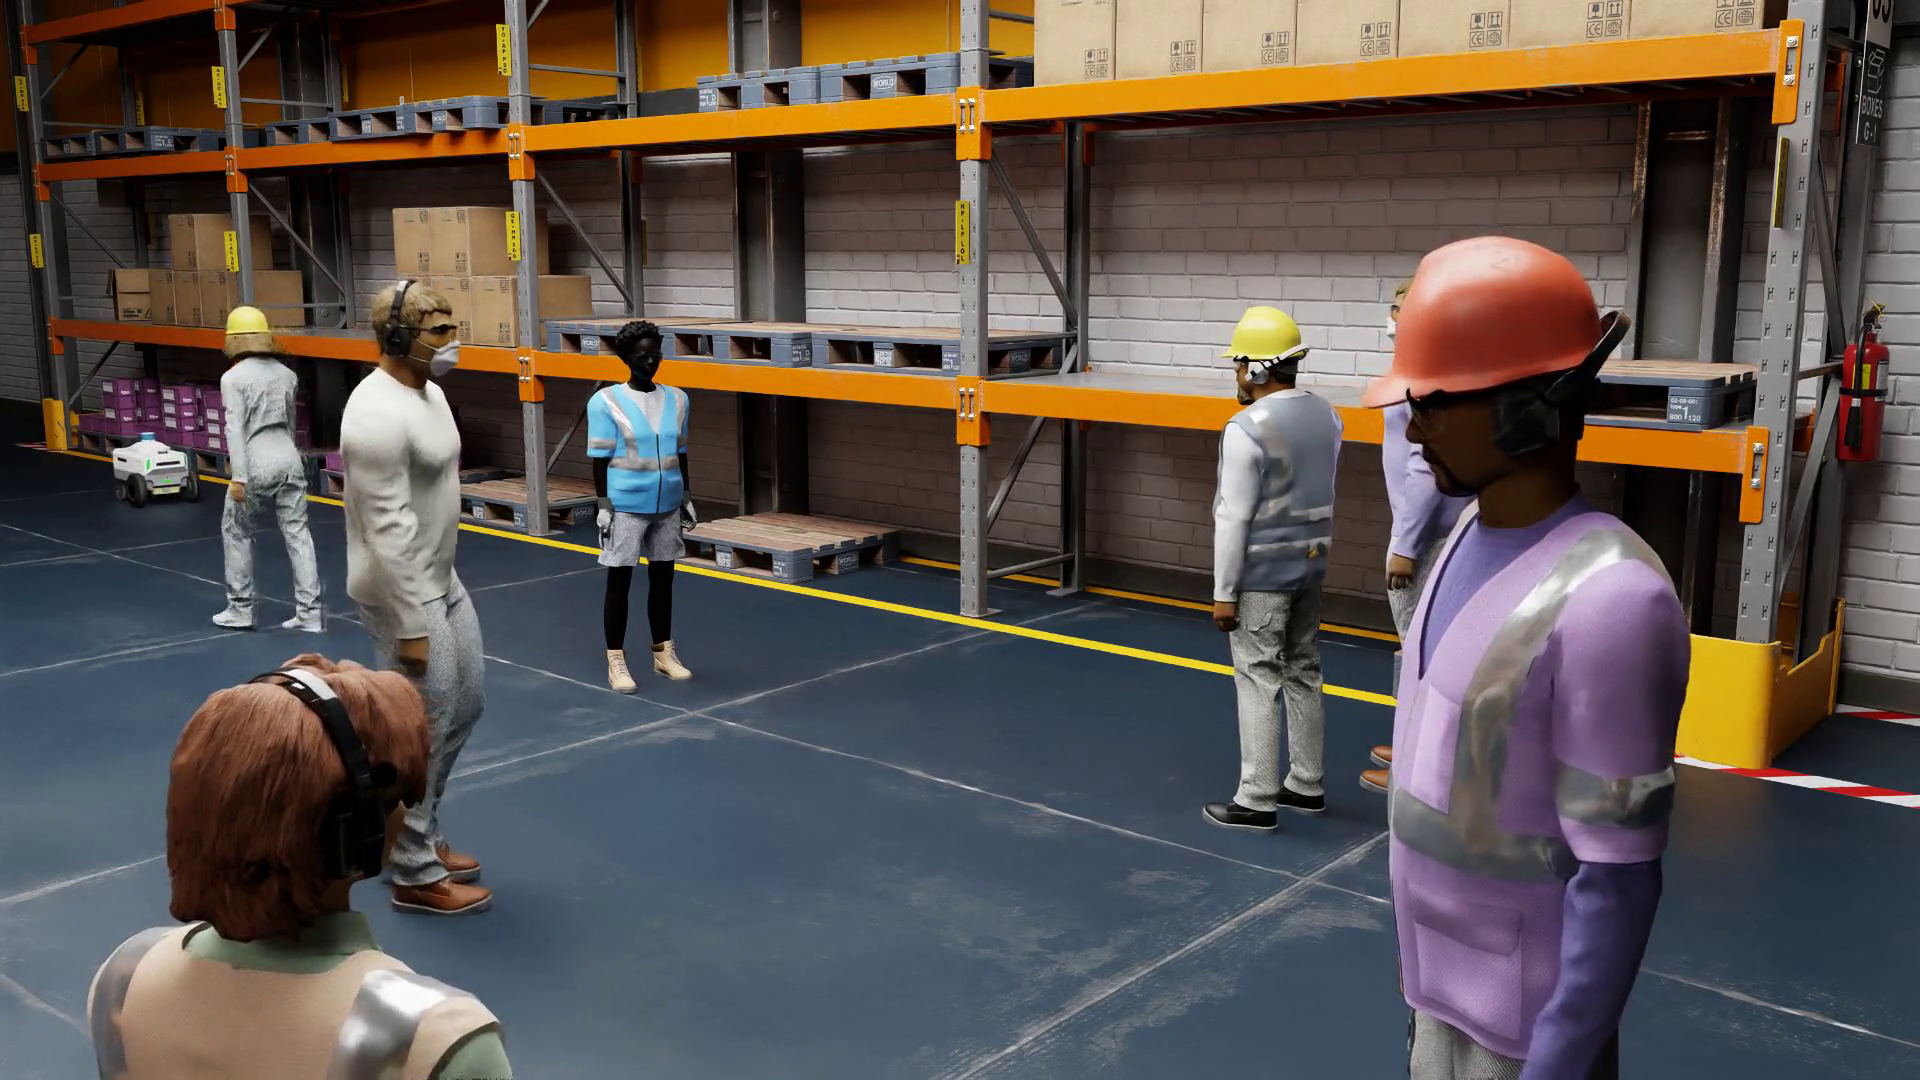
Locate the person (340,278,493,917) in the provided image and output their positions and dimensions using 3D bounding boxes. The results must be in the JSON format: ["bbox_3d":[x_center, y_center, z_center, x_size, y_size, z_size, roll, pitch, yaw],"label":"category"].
[{"bbox_3d":[-1.641,0.185,5.027,0.385,1.932,0.659,-1,10,-5],"label":"person"}]

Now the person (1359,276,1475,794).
[{"bbox_3d":[1.714,-0.017,6.167,0.371,1.940,0.627,5,11,24],"label":"person"}]

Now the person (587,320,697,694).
[{"bbox_3d":[-1.451,-0.155,7.642,0.532,1.697,0.320,-9,13,-40],"label":"person"}]

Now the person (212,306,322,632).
[{"bbox_3d":[-3.714,-0.362,8.762,0.727,1.712,0.516,5,11,26],"label":"person"}]

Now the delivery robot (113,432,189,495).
[{"bbox_3d":[-6.437,-0.612,13.217,0.707,0.478,0.477,10,14,42],"label":"delivery robot"}]

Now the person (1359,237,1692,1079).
[{"bbox_3d":[0.728,0.610,2.326,0.392,2.035,0.605,0,10,-1],"label":"person"}]

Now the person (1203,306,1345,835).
[{"bbox_3d":[1.080,0.106,5.803,0.593,1.826,0.404,-9,14,-42],"label":"person"}]

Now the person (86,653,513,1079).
[{"bbox_3d":[-0.610,0.925,1.650,0.512,1.642,0.312,4,11,24],"label":"person"}]
